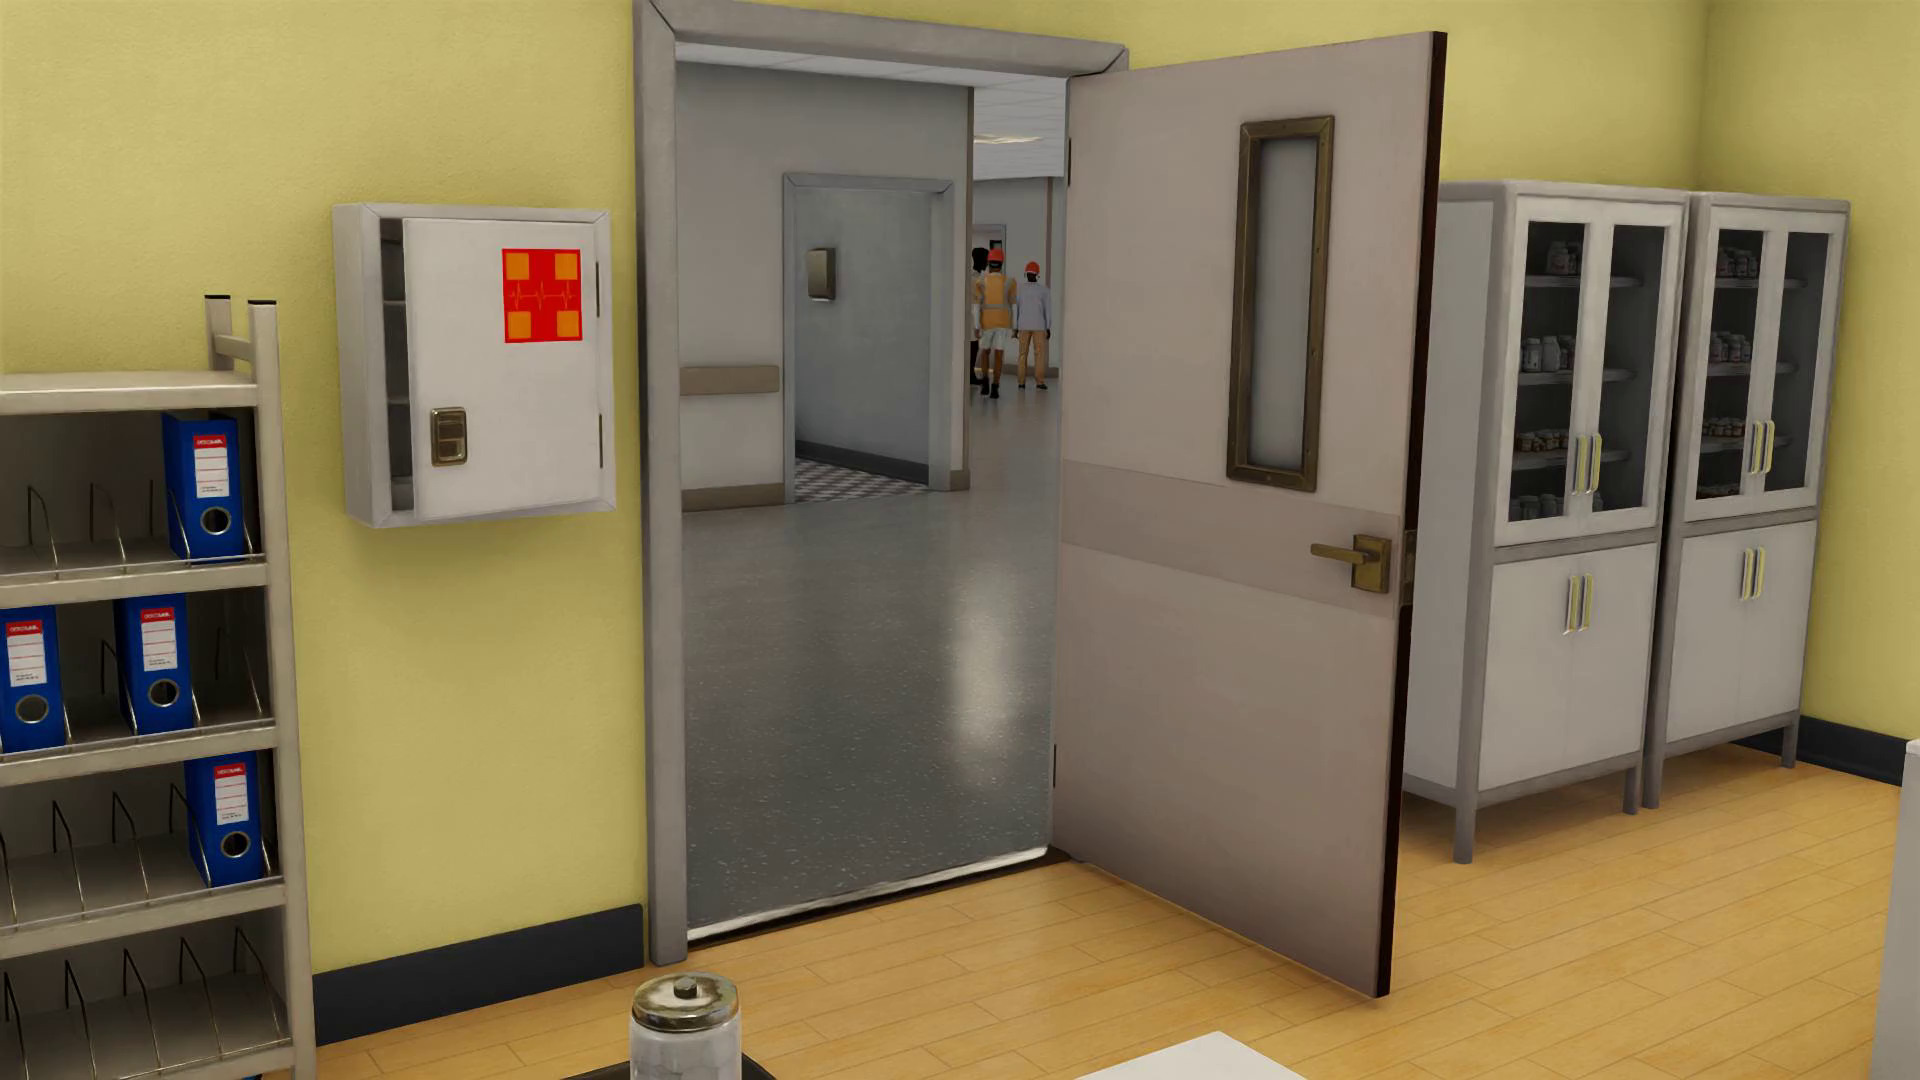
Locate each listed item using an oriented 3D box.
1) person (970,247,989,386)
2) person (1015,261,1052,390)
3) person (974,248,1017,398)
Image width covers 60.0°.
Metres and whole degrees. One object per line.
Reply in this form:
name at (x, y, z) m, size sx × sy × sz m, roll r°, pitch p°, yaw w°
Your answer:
person at (0.221, -3.136, 23.387) m, size 0.385 × 1.955 × 0.608 m, roll -1°, pitch 10°, yaw -10°
person at (0.993, -2.944, 22.883) m, size 0.561 × 1.756 × 0.318 m, roll 3°, pitch 10°, yaw 14°
person at (0.460, -2.787, 21.405) m, size 0.563 × 1.917 × 0.560 m, roll 2°, pitch 10°, yaw 4°
